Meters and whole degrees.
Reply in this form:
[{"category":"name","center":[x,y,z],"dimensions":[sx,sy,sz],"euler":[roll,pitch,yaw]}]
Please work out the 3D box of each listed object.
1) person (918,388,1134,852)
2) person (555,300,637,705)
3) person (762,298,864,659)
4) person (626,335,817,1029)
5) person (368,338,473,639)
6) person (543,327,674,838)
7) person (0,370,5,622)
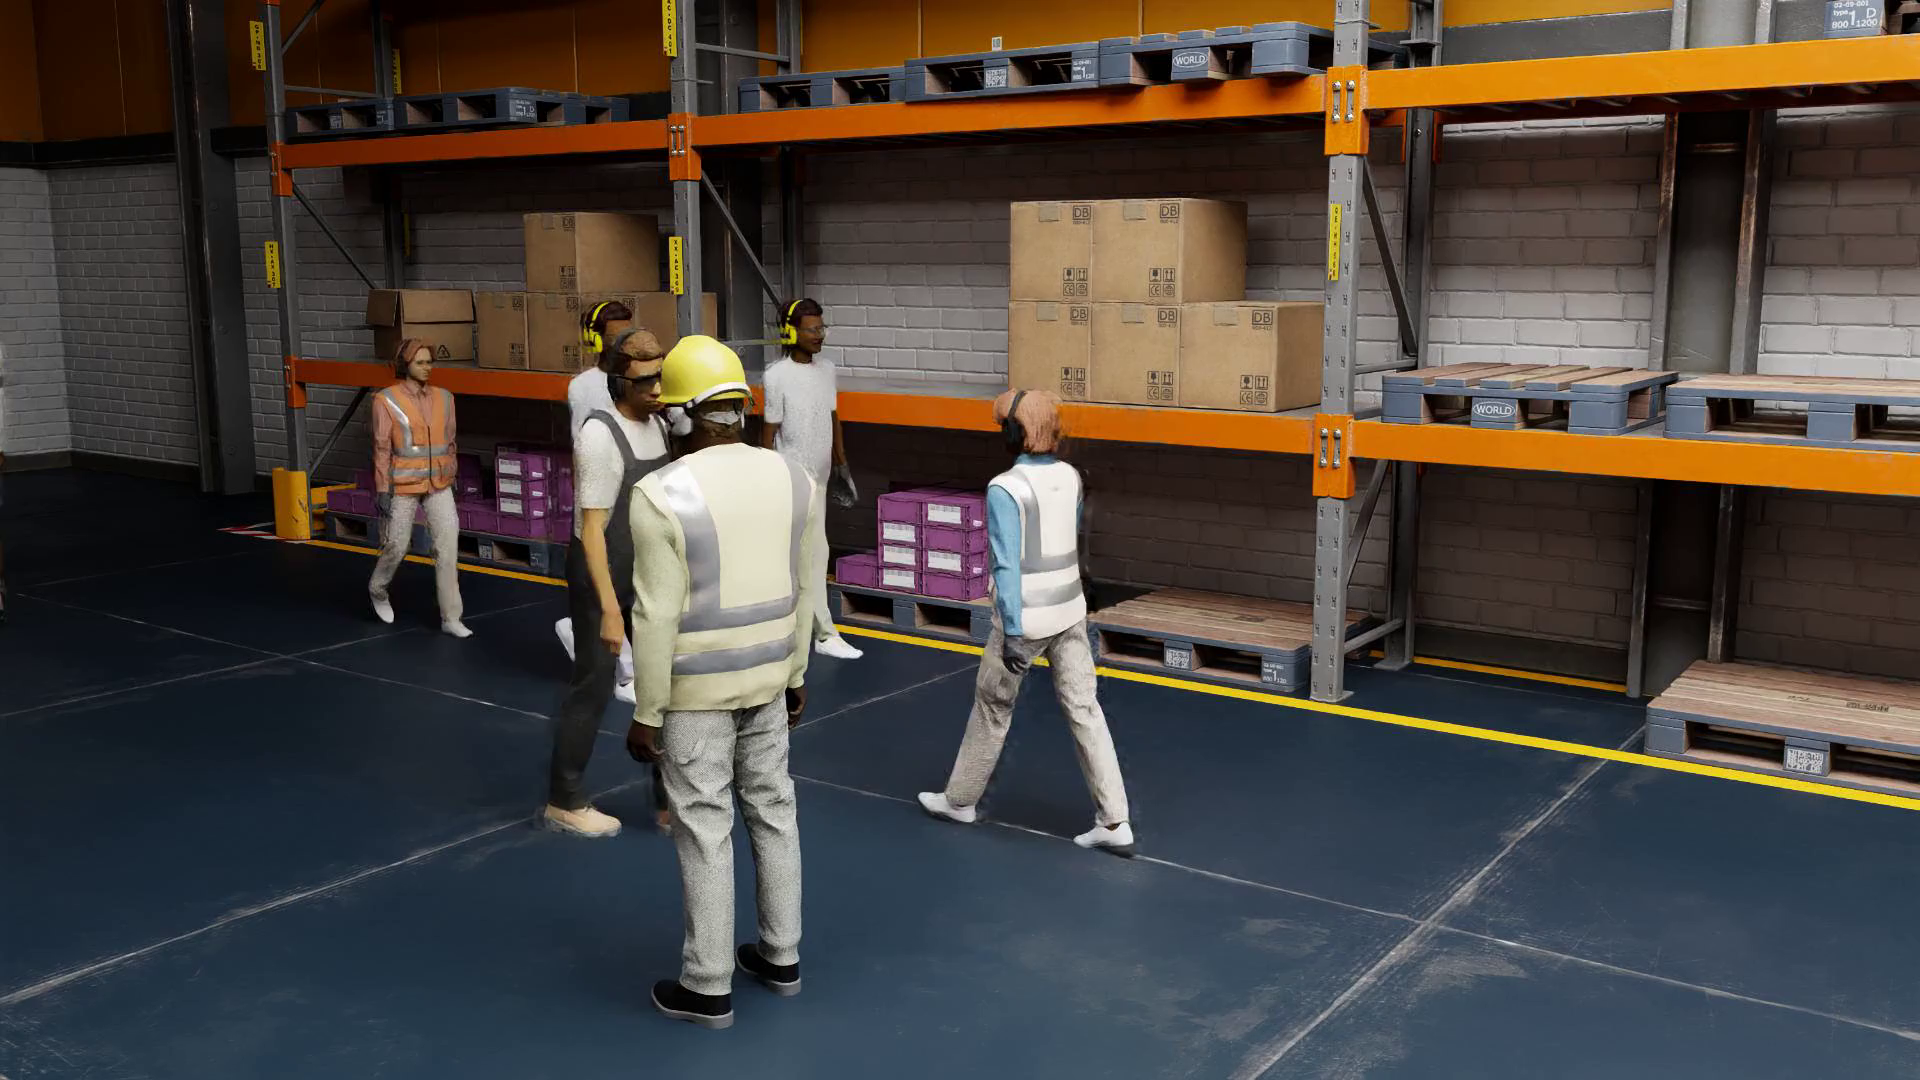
[{"category":"person","center":[0.258,0.274,5.756],"dimensions":[0.878,1.589,0.535],"euler":[8,13,40]},{"category":"person","center":[-1.615,-0.173,7.641],"dimensions":[0.629,1.850,0.528],"euler":[5,11,27]},{"category":"person","center":[-0.849,-0.331,8.622],"dimensions":[0.832,1.844,0.528],"euler":[6,11,33]},{"category":"person","center":[-0.647,0.374,4.439],"dimensions":[0.404,1.827,0.600],"euler":[8,13,41]},{"category":"person","center":[-2.966,-0.291,9.020],"dimensions":[0.760,1.610,0.520],"euler":[8,13,41]},{"category":"person","center":[-1.140,0.178,5.677],"dimensions":[0.809,1.796,0.528],"euler":[4,10,24]},{"category":"person","center":[-5.672,-0.530,9.358],"dimensions":[0.603,2.004,1.053],"euler":[-8,12,-39]}]
